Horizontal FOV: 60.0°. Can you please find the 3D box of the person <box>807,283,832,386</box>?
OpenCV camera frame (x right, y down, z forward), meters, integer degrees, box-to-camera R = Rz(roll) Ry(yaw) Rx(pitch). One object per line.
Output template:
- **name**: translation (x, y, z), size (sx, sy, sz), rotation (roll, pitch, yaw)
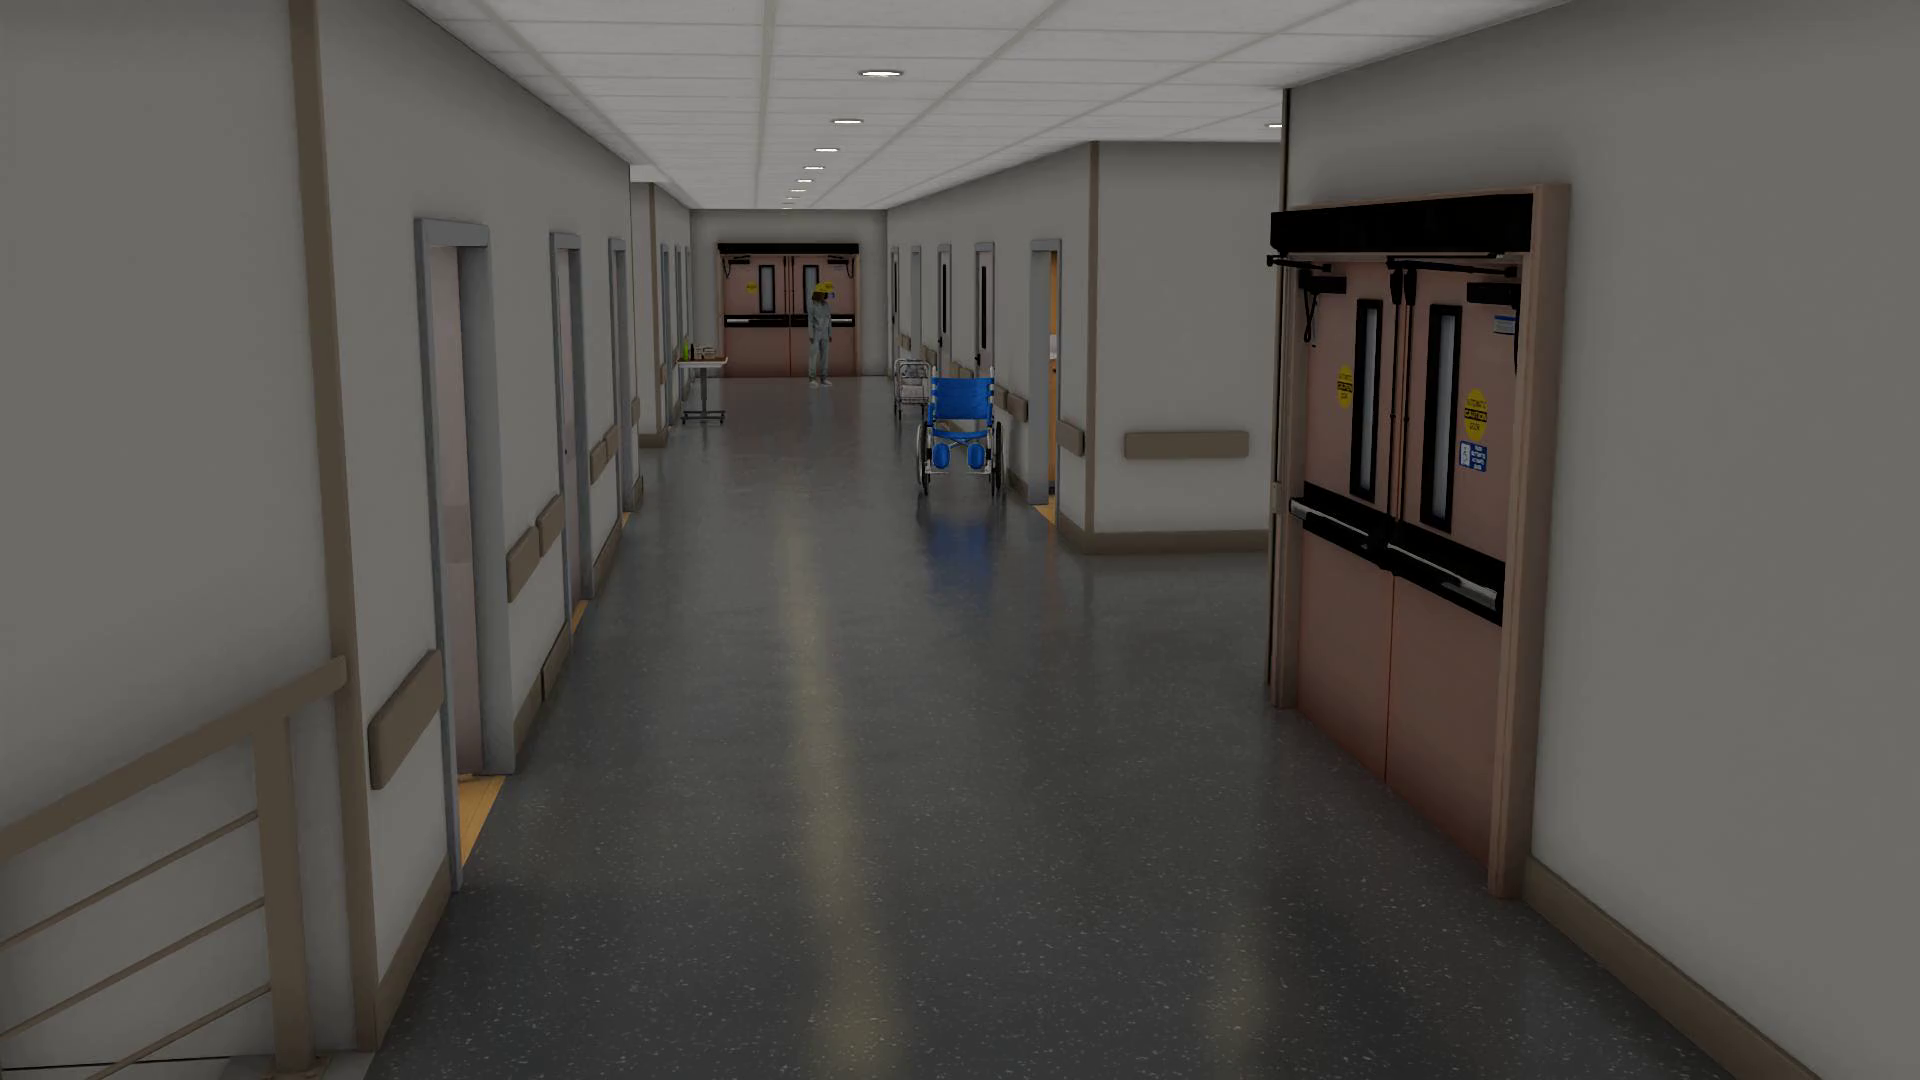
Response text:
- **person**: translation (-2.364, -3.478, 28.180), size (0.332, 1.734, 0.480), rotation (9, 13, 42)
